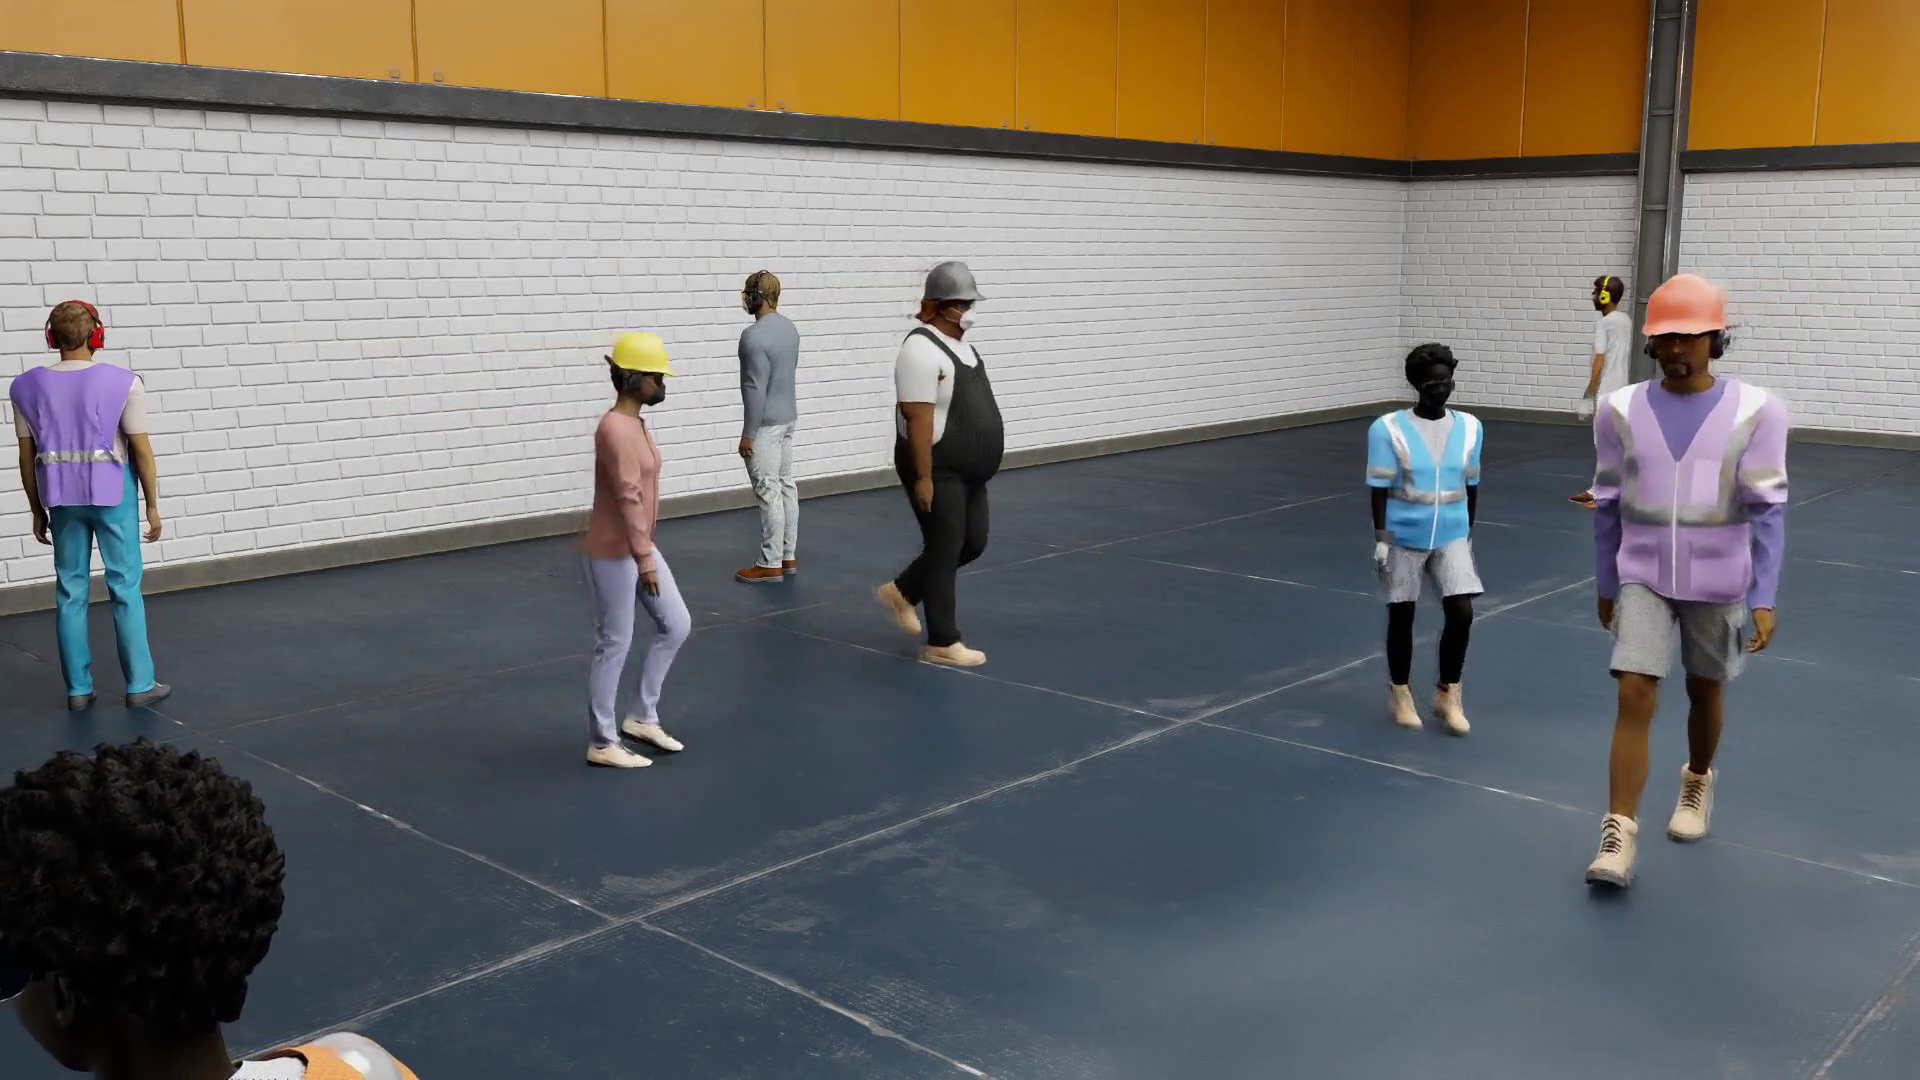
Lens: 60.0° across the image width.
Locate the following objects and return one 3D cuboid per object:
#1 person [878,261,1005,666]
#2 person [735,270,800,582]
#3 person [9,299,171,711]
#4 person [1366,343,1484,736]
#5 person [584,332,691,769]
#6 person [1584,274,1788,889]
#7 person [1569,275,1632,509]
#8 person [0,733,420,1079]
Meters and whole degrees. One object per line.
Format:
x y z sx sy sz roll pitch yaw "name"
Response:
-0.103 -0.398 8.348 0.668 2.000 0.694 4 11 23 "person"
-1.209 -0.706 10.392 0.372 1.940 0.631 3 10 15 "person"
-3.894 -0.145 7.451 0.567 1.849 0.389 -2 10 -9 "person"
1.974 0.010 7.053 0.535 1.678 0.520 -1 10 -4 "person"
-1.285 0.055 6.606 0.502 1.747 0.544 1 10 4 "person"
2.391 0.124 5.531 0.628 1.994 1.052 7 12 33 "person"
5.104 -1.171 13.260 0.392 1.869 0.538 9 13 42 "person"
-0.623 0.996 1.407 0.318 1.691 0.529 3 10 16 "person"
